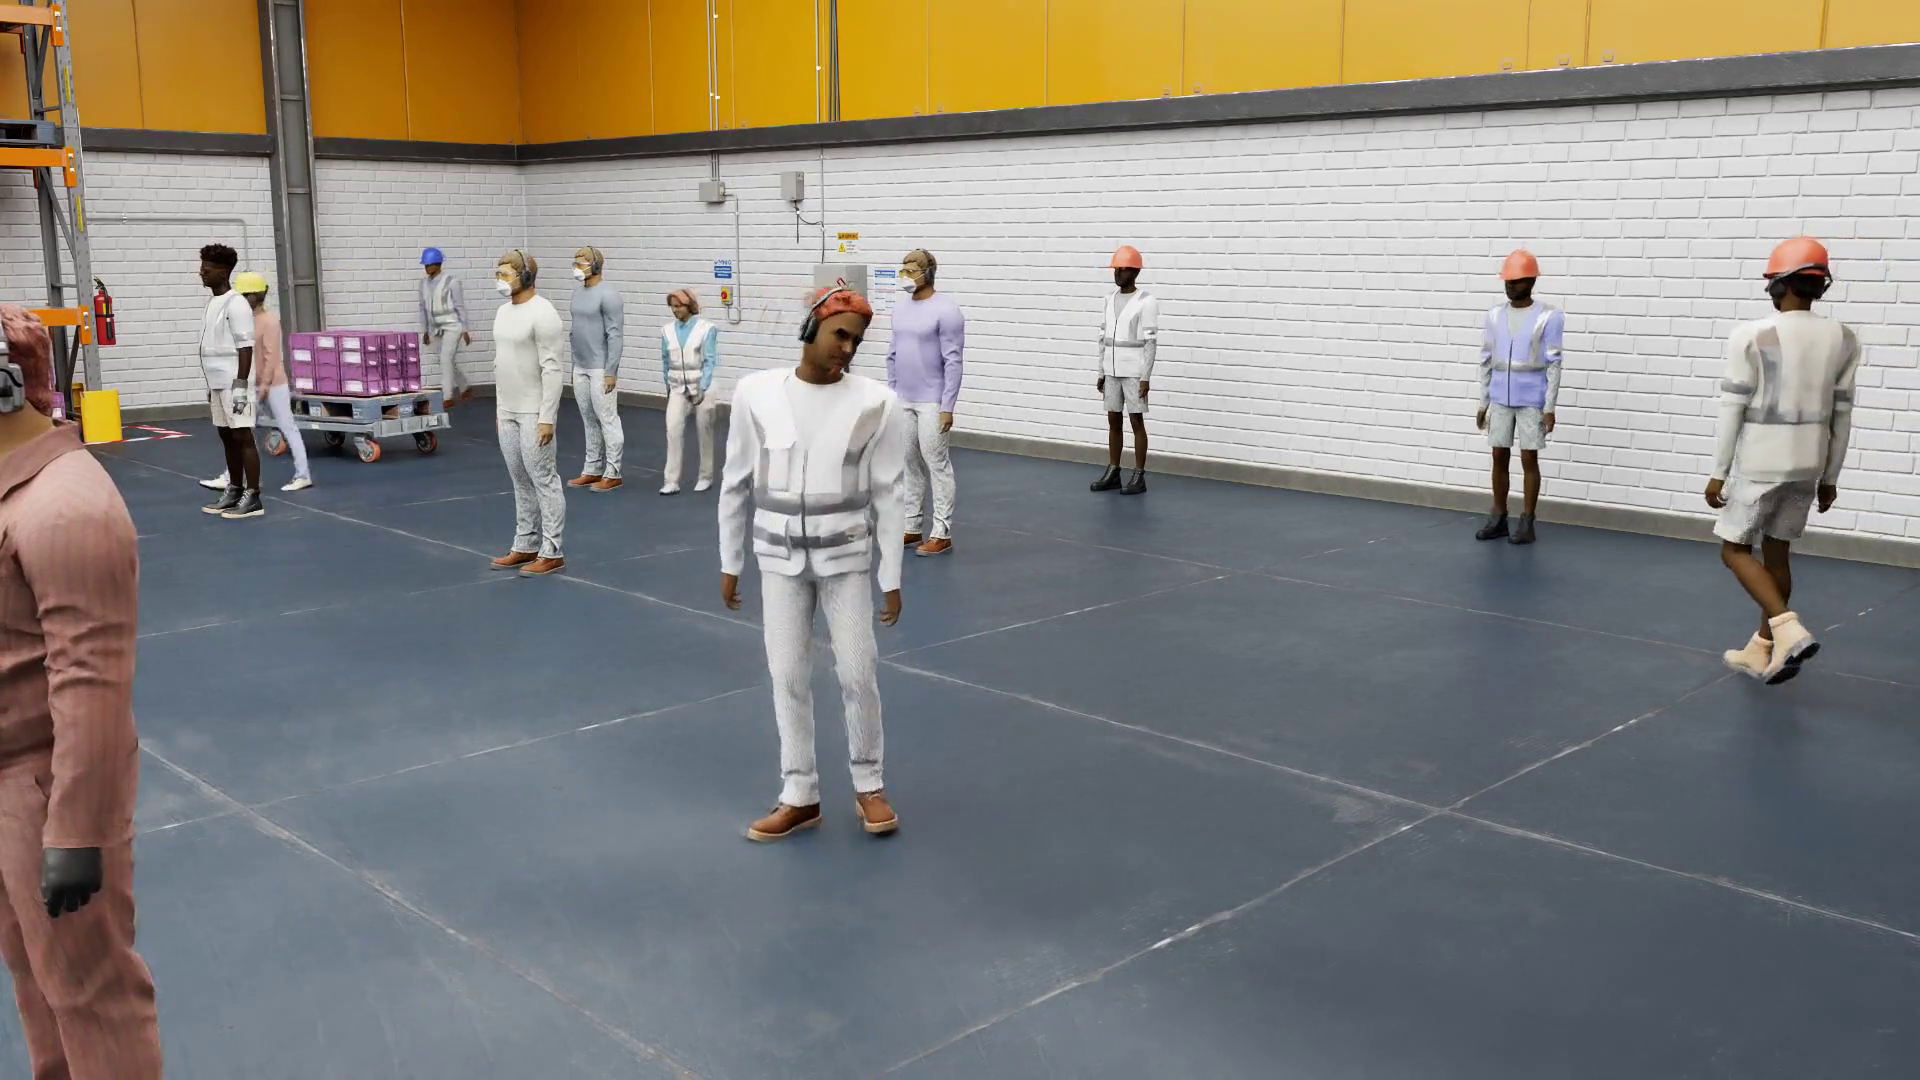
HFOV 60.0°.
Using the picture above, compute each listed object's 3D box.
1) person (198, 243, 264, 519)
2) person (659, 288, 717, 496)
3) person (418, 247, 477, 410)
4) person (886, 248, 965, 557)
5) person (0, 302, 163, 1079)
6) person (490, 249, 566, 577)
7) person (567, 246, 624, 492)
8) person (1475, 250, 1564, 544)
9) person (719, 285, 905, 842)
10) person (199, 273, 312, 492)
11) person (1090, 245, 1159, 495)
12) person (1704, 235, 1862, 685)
[{"bbox_3d":[-5.274,-1.143,11.979,0.607,1.966,0.367,10,15,44],"label":"person"},{"bbox_3d":[-2.136,-1.140,12.932,0.506,1.601,0.784,3,11,15],"label":"person"},{"bbox_3d":[-5.990,-2.488,19.535,0.630,1.904,0.821,5,12,27],"label":"person"},{"bbox_3d":[-0.242,-0.869,10.565,0.630,1.940,0.372,10,15,44],"label":"person"},{"bbox_3d":[-1.820,0.489,3.246,0.641,1.908,0.408,10,15,44],"label":"person"},{"bbox_3d":[-2.586,-0.752,9.925,0.630,1.940,0.372,10,15,44],"label":"person"},{"bbox_3d":[-2.897,-1.351,13.193,0.630,1.940,0.372,10,15,44],"label":"person"},{"bbox_3d":[3.638,-0.918,10.904,0.556,1.921,0.455,10,14,43],"label":"person"},{"bbox_3d":[-0.479,0.089,5.573,0.630,1.860,0.389,1,10,6],"label":"person"},{"bbox_3d":[-5.502,-1.205,12.958,0.543,1.722,0.881,8,13,38],"label":"person"},{"bbox_3d":[1.289,-1.327,13.051,0.545,1.942,0.353,10,15,44],"label":"person"},{"bbox_3d":[3.672,-0.329,7.391,0.620,2.024,0.646,-2,11,-9],"label":"person"}]
